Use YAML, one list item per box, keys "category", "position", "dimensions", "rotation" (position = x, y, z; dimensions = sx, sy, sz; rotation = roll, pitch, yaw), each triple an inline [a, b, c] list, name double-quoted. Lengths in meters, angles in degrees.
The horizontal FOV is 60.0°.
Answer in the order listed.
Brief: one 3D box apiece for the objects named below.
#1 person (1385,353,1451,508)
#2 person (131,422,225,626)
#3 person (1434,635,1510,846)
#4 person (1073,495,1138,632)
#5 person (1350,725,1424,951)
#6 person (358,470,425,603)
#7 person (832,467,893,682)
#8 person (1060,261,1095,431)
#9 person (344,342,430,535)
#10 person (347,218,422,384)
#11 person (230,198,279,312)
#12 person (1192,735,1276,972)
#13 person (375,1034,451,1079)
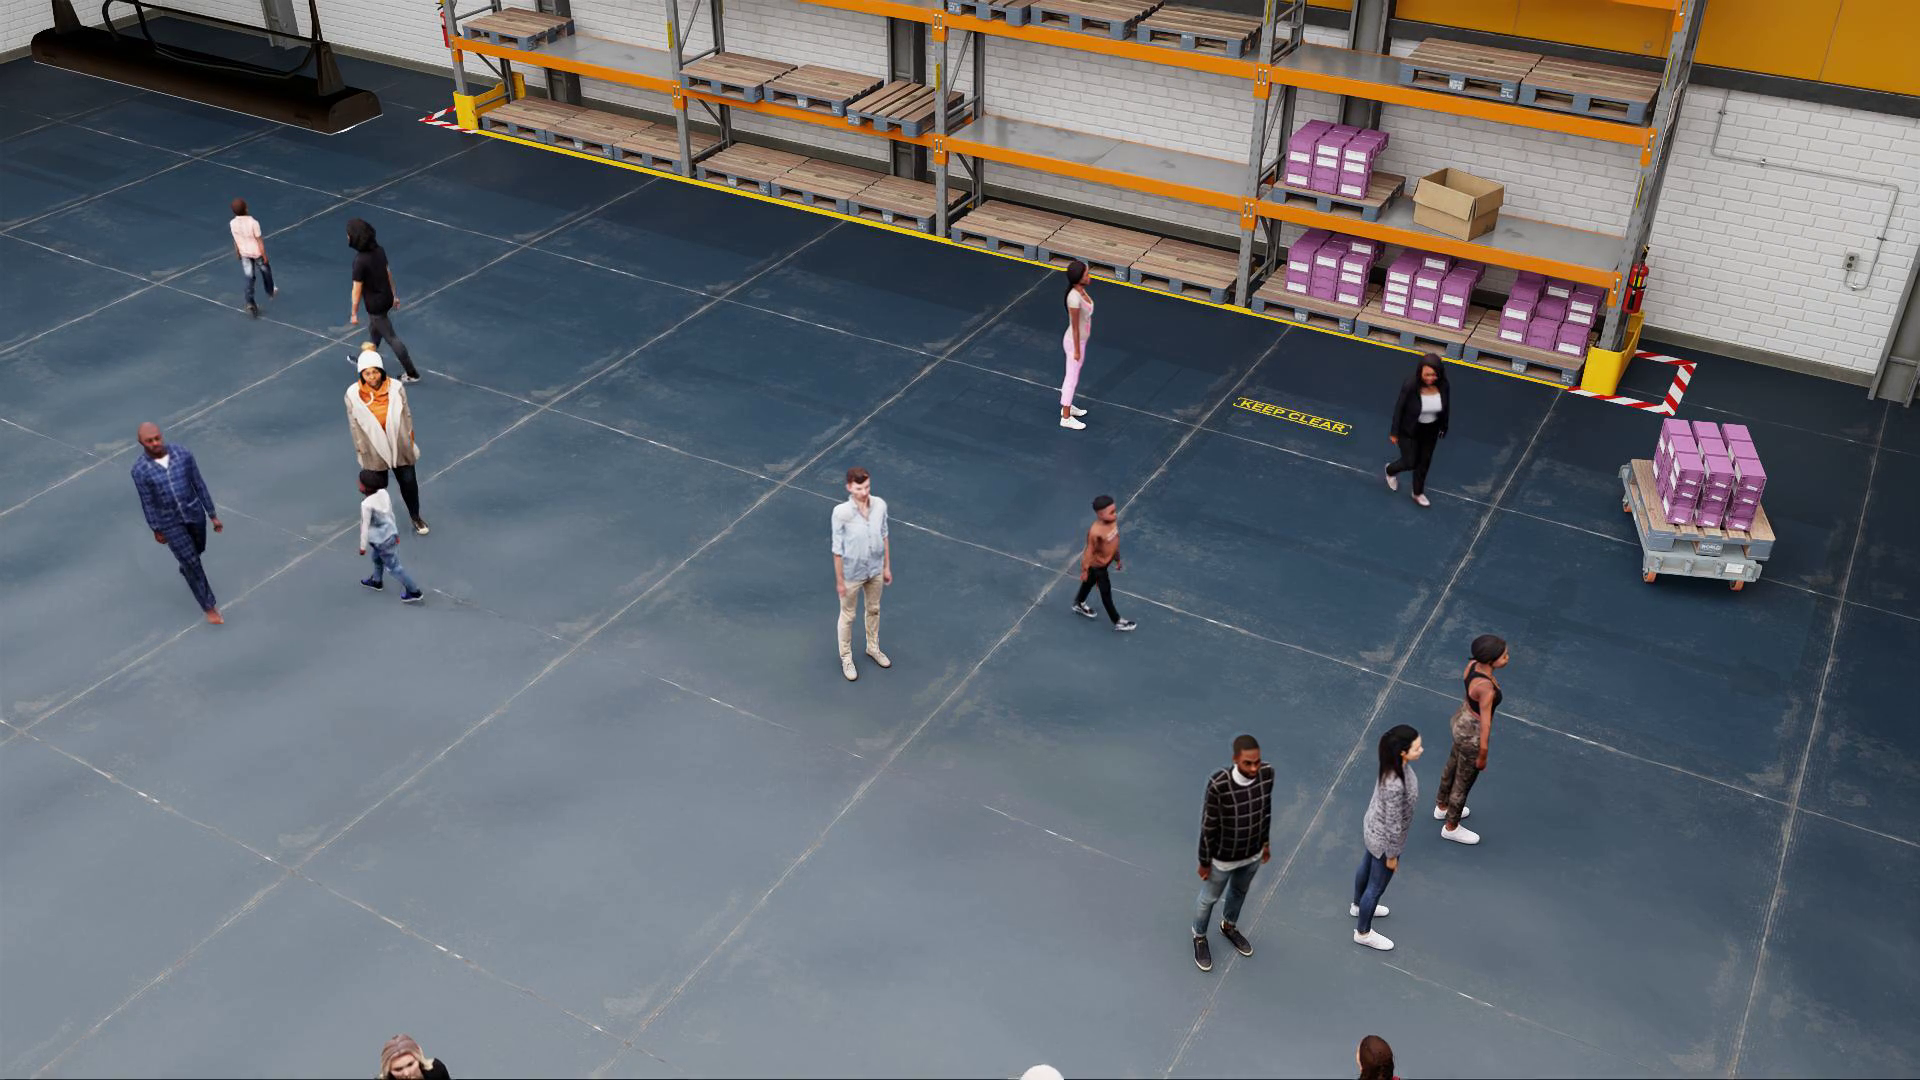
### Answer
- category: "person"
  position: [4.147, -1.050, 15.234]
  dimensions: [0.937, 1.595, 0.992]
  rotation: [-15, 36, -21]
- category: "person"
  position: [-6.510, -0.221, 13.816]
  dimensions: [1.206, 1.786, 0.823]
  rotation: [26, 42, 34]
- category: "person"
  position: [3.542, 1.350, 11.529]
  dimensions: [0.673, 1.700, 0.660]
  rotation: [1, 34, 2]
- category: "person"
  position: [1.102, 0.157, 13.754]
  dimensions: [0.867, 1.224, 0.558]
  rotation: [21, 39, 28]
- category: "person"
  position: [2.735, 1.875, 10.710]
  dimensions: [0.657, 1.733, 0.680]
  rotation: [4, 34, 6]
- category: "person"
  position: [-4.820, -0.012, 13.994]
  dimensions: [0.922, 1.239, 0.645]
  rotation: [8, 34, 11]
- category: "person"
  position: [-0.777, 0.228, 13.085]
  dimensions: [0.733, 1.847, 0.730]
  rotation: [-18, 38, -25]
- category: "person"
  position: [1.145, -1.953, 16.461]
  dimensions: [0.637, 1.741, 0.651]
  rotation: [4, 34, 5]
- category: "person"
  position: [-5.081, -0.870, 14.701]
  dimensions: [0.823, 1.887, 0.857]
  rotation: [-15, 36, -21]
- category: "person"
  position: [-5.911, -2.424, 17.115]
  dimensions: [1.177, 1.802, 0.891]
  rotation: [7, 34, 11]
- category: "person"
  position: [-8.019, -3.212, 18.759]
  dimensions: [0.900, 1.295, 0.853]
  rotation: [-1, 34, -1]
- category: "person"
  position: [1.733, 1.936, 10.541]
  dimensions: [0.740, 1.819, 0.763]
  rotation: [-13, 36, -19]
- category: "person"
  position: [-2.819, 3.205, 8.752]
  dimensions: [0.683, 1.685, 0.674]
  rotation: [-21, 39, -29]
